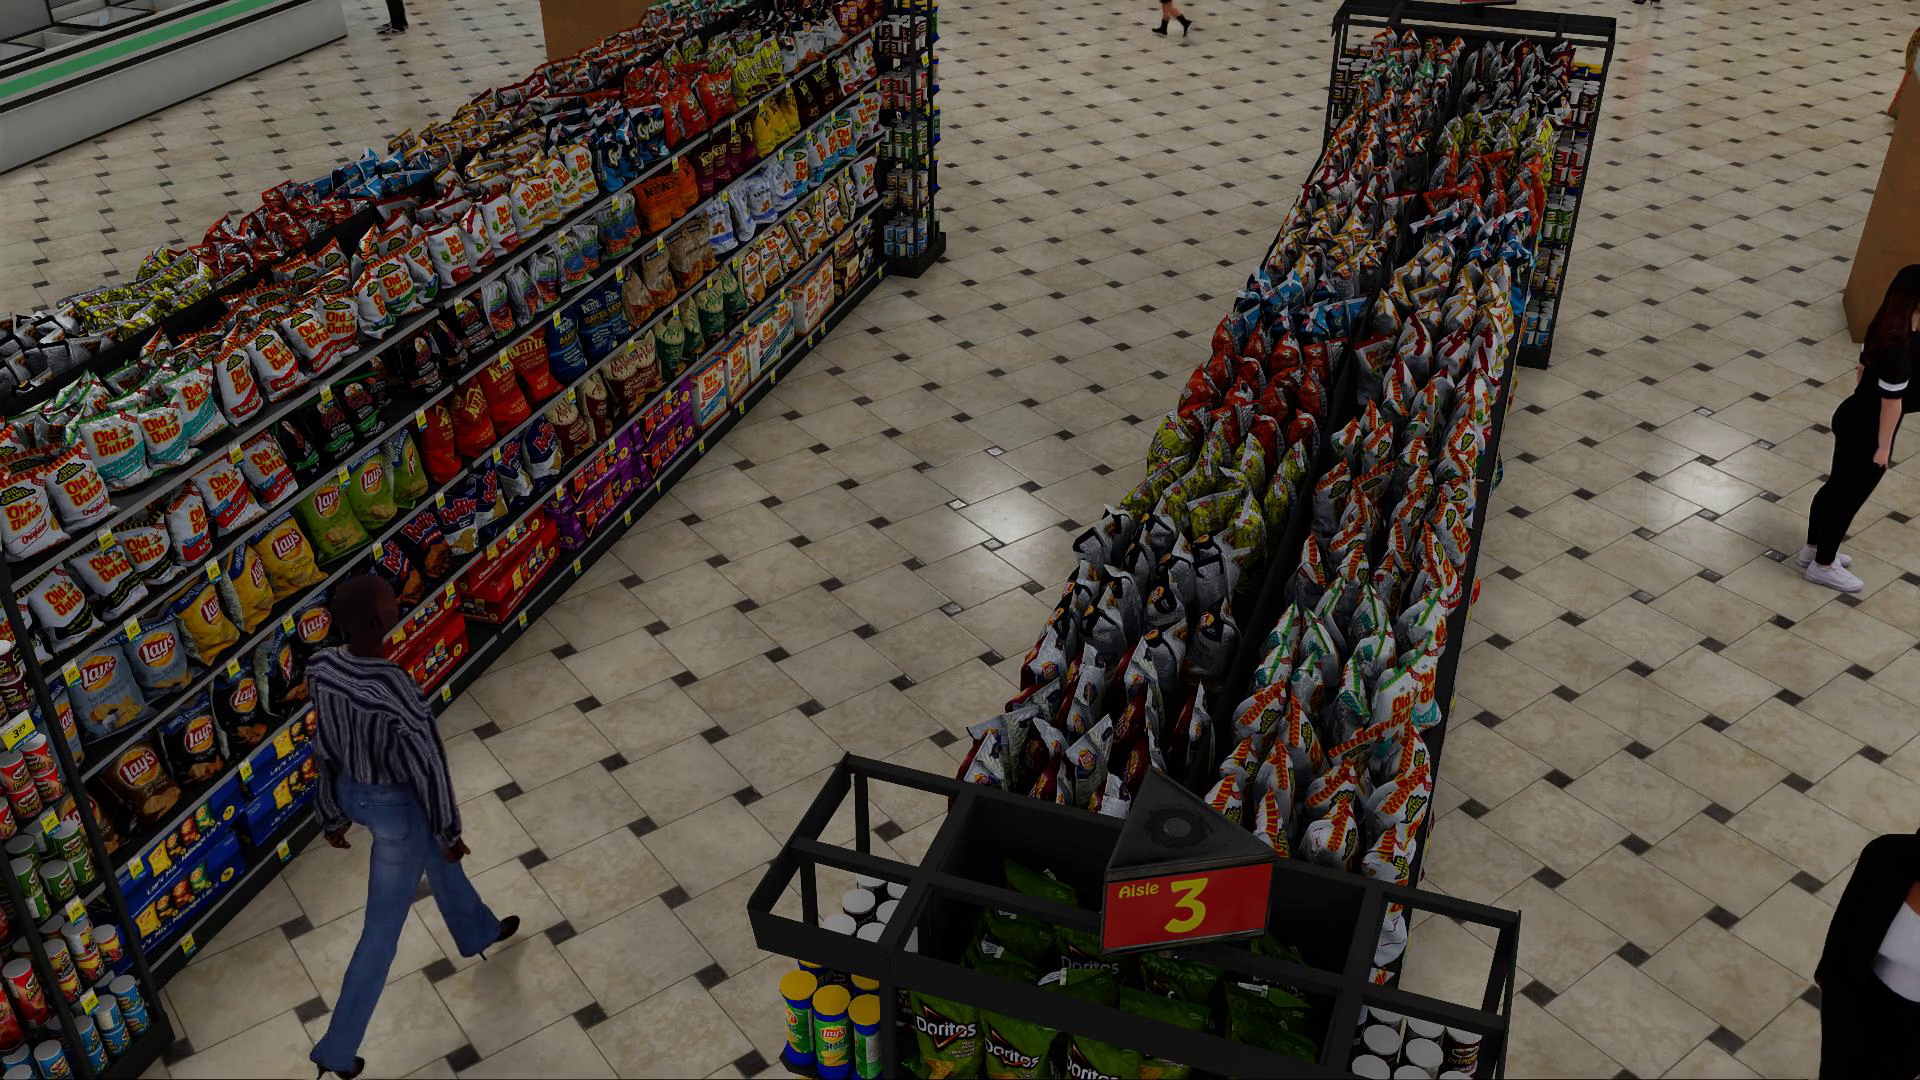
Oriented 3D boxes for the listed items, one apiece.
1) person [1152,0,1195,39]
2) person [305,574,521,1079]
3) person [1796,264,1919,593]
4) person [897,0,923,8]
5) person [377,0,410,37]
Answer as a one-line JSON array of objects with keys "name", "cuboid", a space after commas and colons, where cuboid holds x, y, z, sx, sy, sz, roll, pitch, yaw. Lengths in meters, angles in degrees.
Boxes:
[{"name": "person", "cuboid": [2.103, -5.442, 16.241, 0.651, 1.094, 0.704, 22, 38, 31]}, {"name": "person", "cuboid": [-1.880, 0.970, 5.321, 0.790, 1.743, 1.225, 17, 36, 25]}, {"name": "person", "cuboid": [4.283, -0.534, 7.837, 0.691, 1.639, 0.550, 7, 33, 11]}, {"name": "person", "cuboid": [-0.532, -6.006, 16.945, 0.583, 1.307, 0.618, -6, 32, -9]}, {"name": "person", "cuboid": [-5.702, -5.909, 16.294, 0.750, 1.830, 0.604, -2, 32, -4]}]
